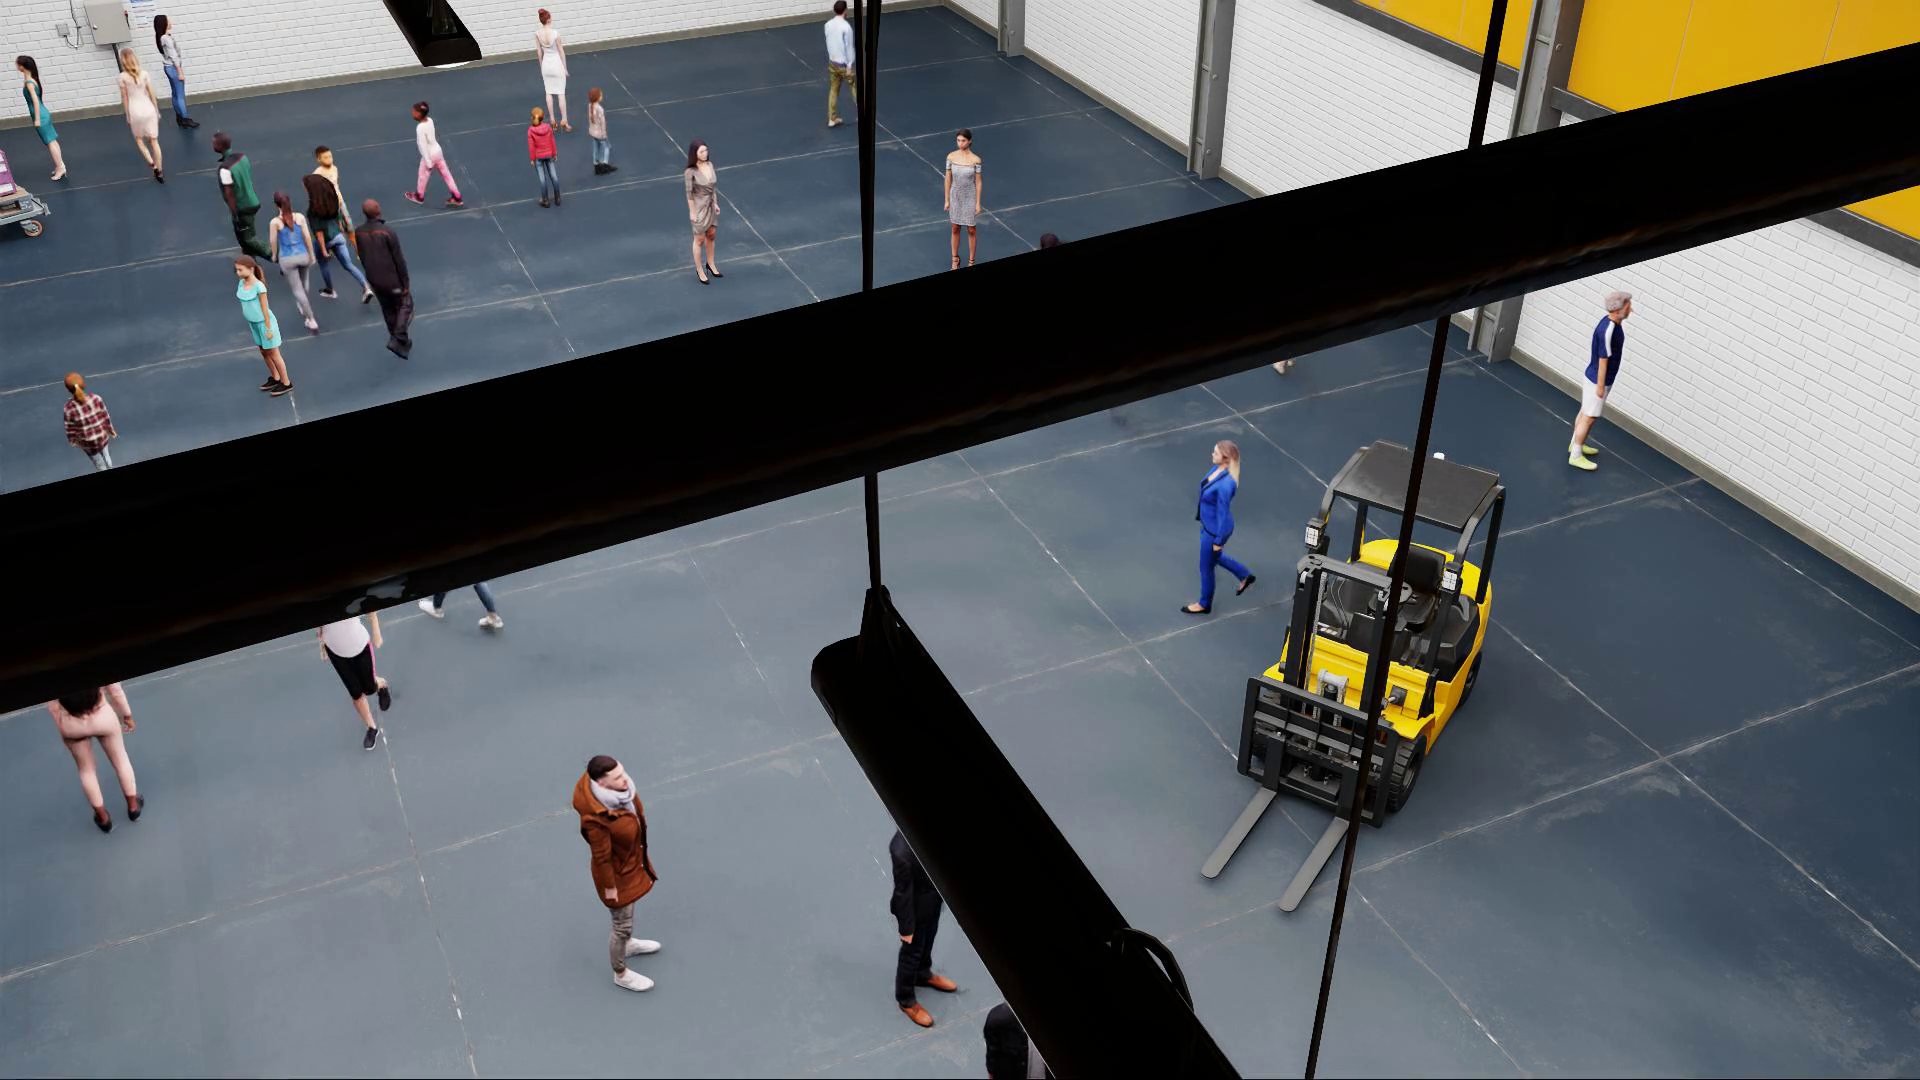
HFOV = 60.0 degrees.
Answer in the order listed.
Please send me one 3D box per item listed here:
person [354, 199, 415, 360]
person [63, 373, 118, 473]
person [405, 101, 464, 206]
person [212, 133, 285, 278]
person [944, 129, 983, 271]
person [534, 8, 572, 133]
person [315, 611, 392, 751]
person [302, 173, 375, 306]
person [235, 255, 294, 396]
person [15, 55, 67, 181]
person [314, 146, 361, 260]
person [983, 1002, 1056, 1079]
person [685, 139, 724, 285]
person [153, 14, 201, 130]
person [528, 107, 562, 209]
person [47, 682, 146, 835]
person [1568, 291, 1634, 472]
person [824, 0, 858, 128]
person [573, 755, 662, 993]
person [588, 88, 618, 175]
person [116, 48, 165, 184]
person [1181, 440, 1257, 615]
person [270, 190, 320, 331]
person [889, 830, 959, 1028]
[{"bbox_3d":[-6.242,-2.778,17.987,0.939,1.808,1.039,5,34,7],"label":"person"},{"bbox_3d":[-8.168,-0.961,15.722,0.828,1.290,0.707,26,42,33],"label":"person"},{"bbox_3d":[-6.837,-5.022,21.729,1.007,1.403,0.984,9,35,14],"label":"person"},{"bbox_3d":[-8.418,-3.925,19.706,1.063,1.816,1.104,3,34,5],"label":"person"},{"bbox_3d":[0.052,-4.032,19.861,0.683,1.822,0.722,8,34,12],"label":"person"},{"bbox_3d":[-5.891,-6.782,24.024,0.648,1.793,0.687,8,34,12],"label":"person"},{"bbox_3d":[-4.636,0.763,12.691,0.779,1.774,0.908,-2,34,-3],"label":"person"},{"bbox_3d":[-7.195,-3.427,19.171,1.174,1.578,1.021,17,37,24],"label":"person"},{"bbox_3d":[-7.317,-2.271,17.450,0.603,1.558,0.692,21,39,28],"label":"person"},{"bbox_3d":[-12.457,-5.736,22.543,0.622,1.691,0.426,-12,35,-17],"label":"person"},{"bbox_3d":[-7.725,-4.094,20.309,1.023,1.429,0.890,17,37,23],"label":"person"},{"bbox_3d":[0.383,3.001,9.293,0.776,1.808,0.753,0,34,-1],"label":"person"},{"bbox_3d":[-3.051,-3.917,19.756,0.668,1.746,0.669,22,39,30],"label":"person"},{"bbox_3d":[-11.485,-6.844,24.262,0.712,1.633,0.533,-24,41,-32],"label":"person"},{"bbox_3d":[-5.457,-5.025,21.811,0.520,1.317,0.492,-18,38,-25],"label":"person"},{"bbox_3d":[-6.202,1.340,11.883,0.641,1.706,0.592,-17,37,-24],"label":"person"},{"bbox_3d":[6.216,-1.588,16.169,0.769,1.838,0.716,13,36,18],"label":"person"},{"bbox_3d":[-1.796,-6.891,24.201,1.103,1.779,1.036,26,41,33],"label":"person"},{"bbox_3d":[-2.188,2.090,10.638,0.884,1.837,0.782,0,34,0],"label":"person"},{"bbox_3d":[-4.993,-5.581,22.769,0.545,1.183,0.633,28,43,35],"label":"person"},{"bbox_3d":[-10.947,-5.660,22.313,0.651,1.819,0.670,-22,39,-29],"label":"person"},{"bbox_3d":[2.255,-0.093,14.057,0.890,1.688,0.920,-1,34,-1],"label":"person"},{"bbox_3d":[-7.478,-3.126,18.716,0.742,1.581,1.016,-27,42,-34],"label":"person"},{"bbox_3d":[-0.248,2.248,10.435,0.796,1.798,0.771,16,37,22],"label":"person"}]
